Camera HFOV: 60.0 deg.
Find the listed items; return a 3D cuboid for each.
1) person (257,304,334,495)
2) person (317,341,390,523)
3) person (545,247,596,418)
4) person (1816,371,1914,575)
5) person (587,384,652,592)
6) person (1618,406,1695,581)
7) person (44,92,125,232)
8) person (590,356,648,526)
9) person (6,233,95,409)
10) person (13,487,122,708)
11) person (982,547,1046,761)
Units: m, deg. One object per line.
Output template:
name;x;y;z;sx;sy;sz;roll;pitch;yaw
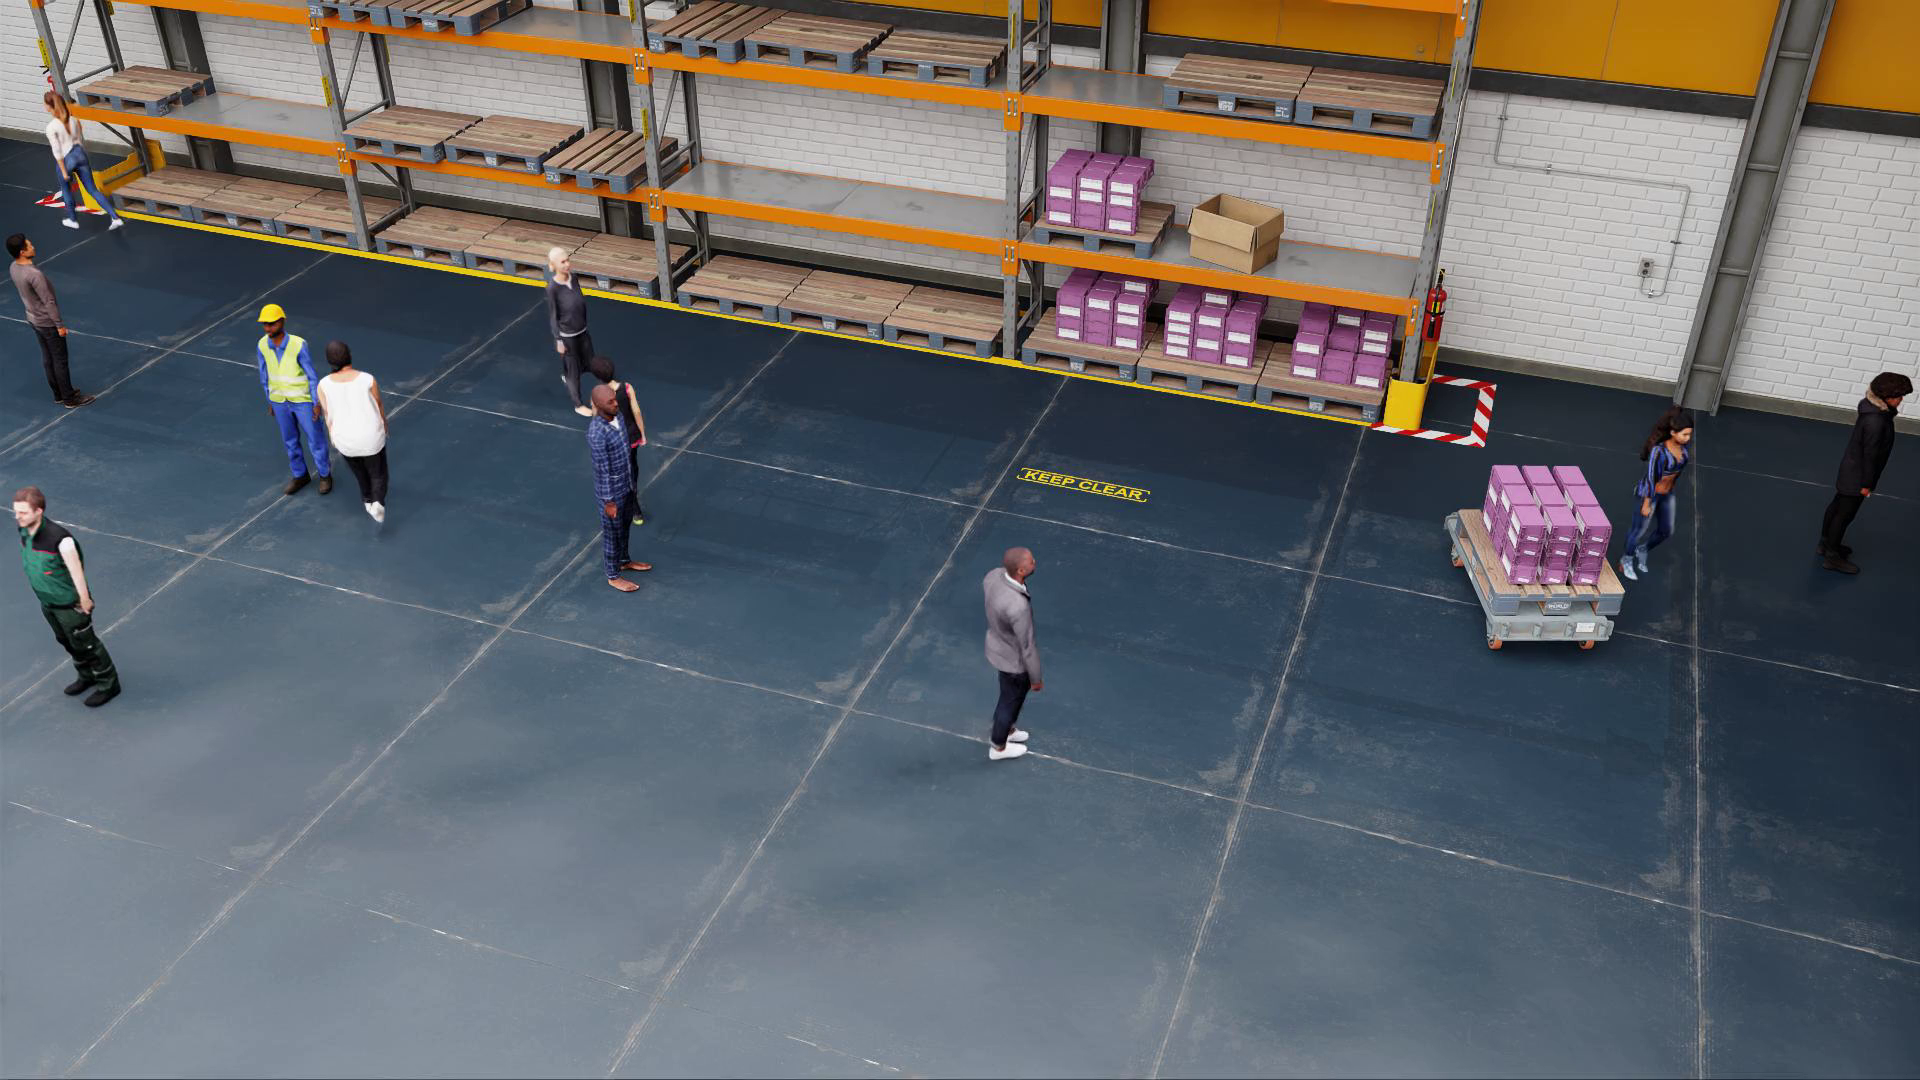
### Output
person;-5.875;-1.249;14.680;0.613;1.813;0.778;3;34;4
person;-5.165;-0.892;14.272;0.944;1.668;0.934;-4;34;-6
person;-3.779;-2.007;15.908;0.812;1.714;0.708;20;39;27
person;7.403;-0.574;13.696;0.600;1.777;0.619;10;35;14
person;-2.803;-0.456;13.481;0.623;1.818;0.688;7;34;10
person;5.608;-0.396;13.574;0.720;1.615;0.784;-14;36;-20
person;-10.331;-4.392;19.527;1.157;1.682;0.676;14;36;20
person;-2.892;-0.851;14.351;0.876;1.514;0.957;-11;35;-17
person;-8.831;-2.119;16.029;0.770;1.767;0.569;-17;37;-24
person;-6.569;0.397;12.178;0.575;1.841;0.740;19;38;26
person;0.268;0.823;11.568;0.890;1.807;0.867;-9;35;-14
